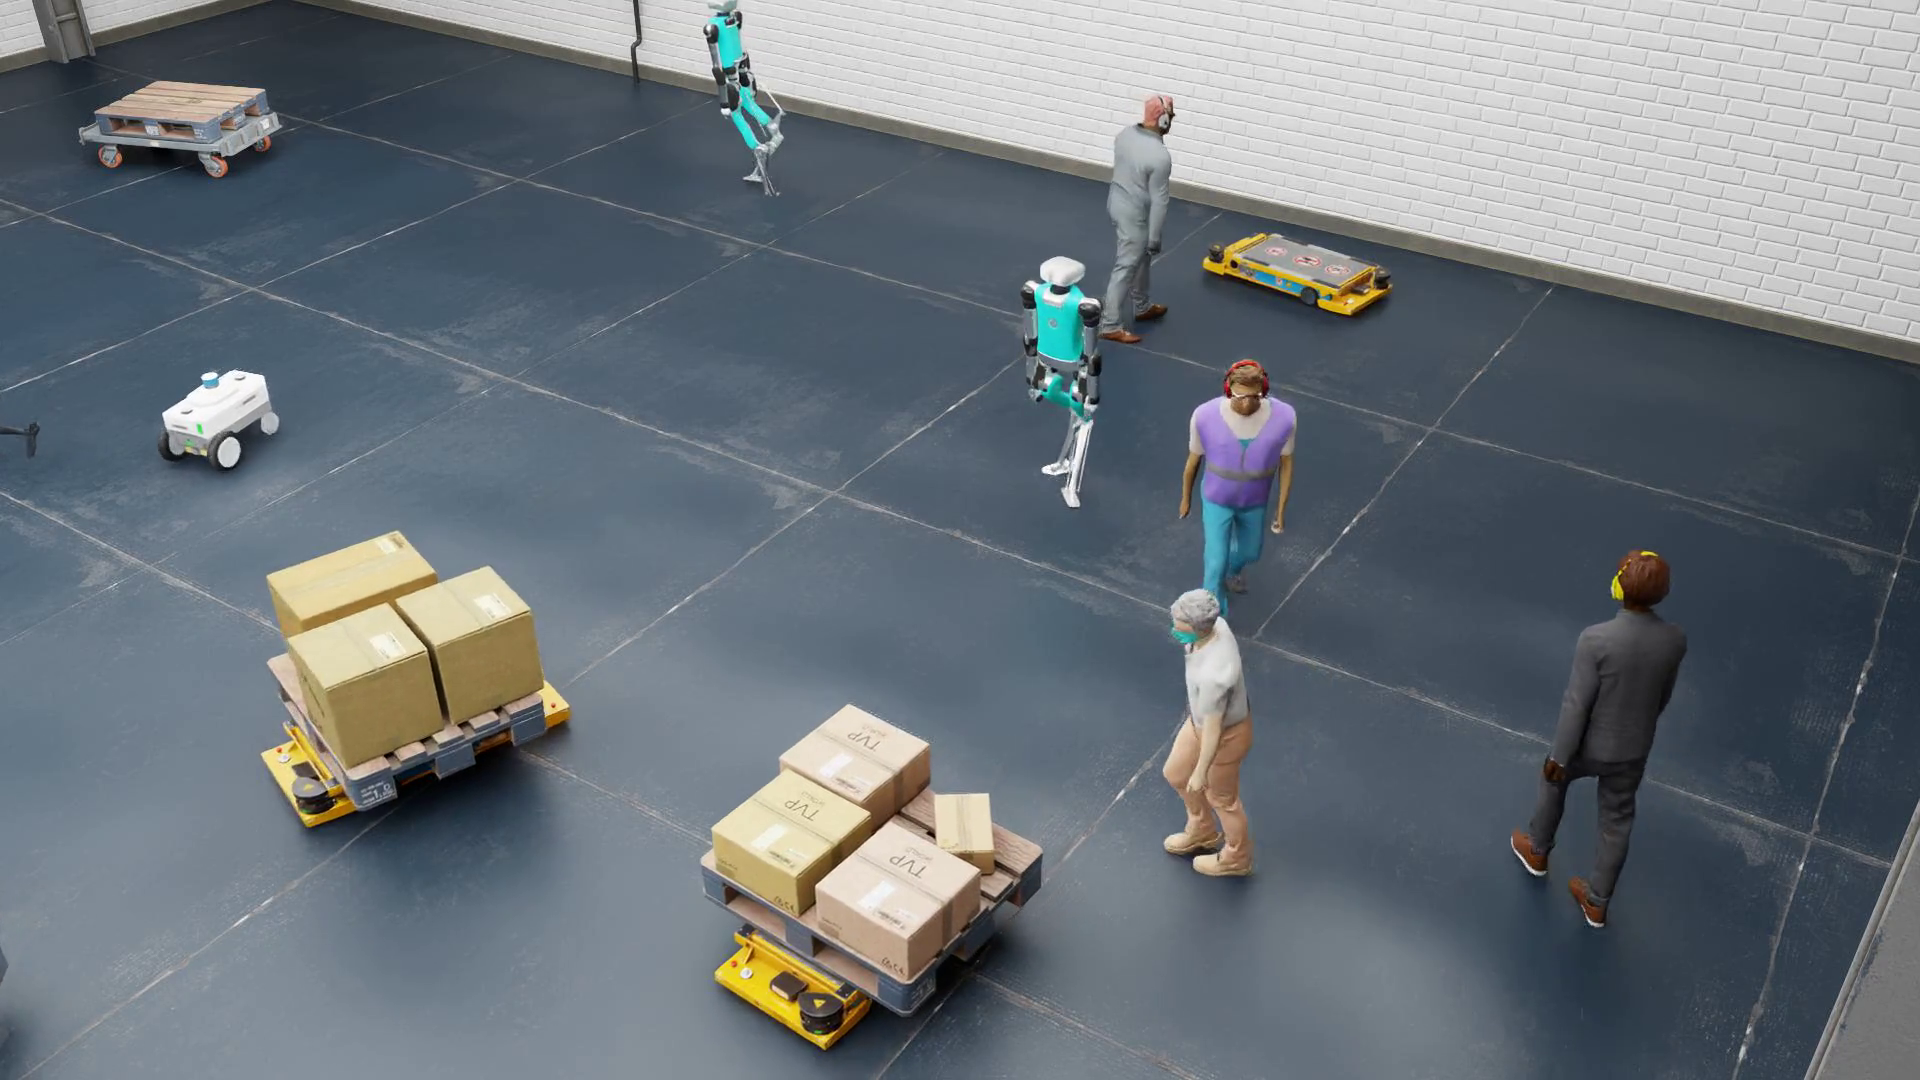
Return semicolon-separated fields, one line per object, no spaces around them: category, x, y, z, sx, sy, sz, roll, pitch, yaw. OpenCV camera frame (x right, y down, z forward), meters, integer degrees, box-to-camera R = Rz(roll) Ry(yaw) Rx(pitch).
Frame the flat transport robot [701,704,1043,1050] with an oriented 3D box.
flat transport robot;-0.394;1.688;7.630;0.659;0.231;1.431;22;39;31

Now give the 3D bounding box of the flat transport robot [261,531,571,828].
flat transport robot;-2.845;0.986;8.722;1.431;0.231;0.659;-23;39;-31

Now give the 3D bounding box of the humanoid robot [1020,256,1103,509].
humanoid robot;0.749;-1.050;10.533;0.588;1.769;0.881;19;37;27

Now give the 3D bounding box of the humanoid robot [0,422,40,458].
humanoid robot;-6.510;-1.224;10.858;0.554;1.633;0.601;-22;39;-30

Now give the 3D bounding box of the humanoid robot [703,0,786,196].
humanoid robot;-1.864;-3.969;15.170;0.789;1.891;0.547;13;35;20

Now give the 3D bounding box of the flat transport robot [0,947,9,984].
flat transport robot;-4.626;2.233;6.782;0.659;0.231;1.431;-5;33;-8

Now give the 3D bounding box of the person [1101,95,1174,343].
person;1.406;-2.425;12.563;0.754;1.865;0.672;-12;35;-18

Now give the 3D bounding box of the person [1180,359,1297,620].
person;1.527;-0.277;9.270;0.581;1.806;0.778;0;33;1

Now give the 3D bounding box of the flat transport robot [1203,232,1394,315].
flat transport robot;2.781;-2.220;13.711;1.431;0.231;0.659;26;41;35

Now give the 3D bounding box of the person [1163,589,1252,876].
person;1.153;0.887;7.556;0.531;1.695;0.505;-2;33;-3

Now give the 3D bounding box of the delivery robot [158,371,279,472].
delivery robot;-5.039;-0.858;11.299;0.499;0.565;0.745;11;34;17

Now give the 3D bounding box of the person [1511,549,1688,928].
person;2.872;0.852;7.476;0.567;1.842;0.755;-2;33;-4
